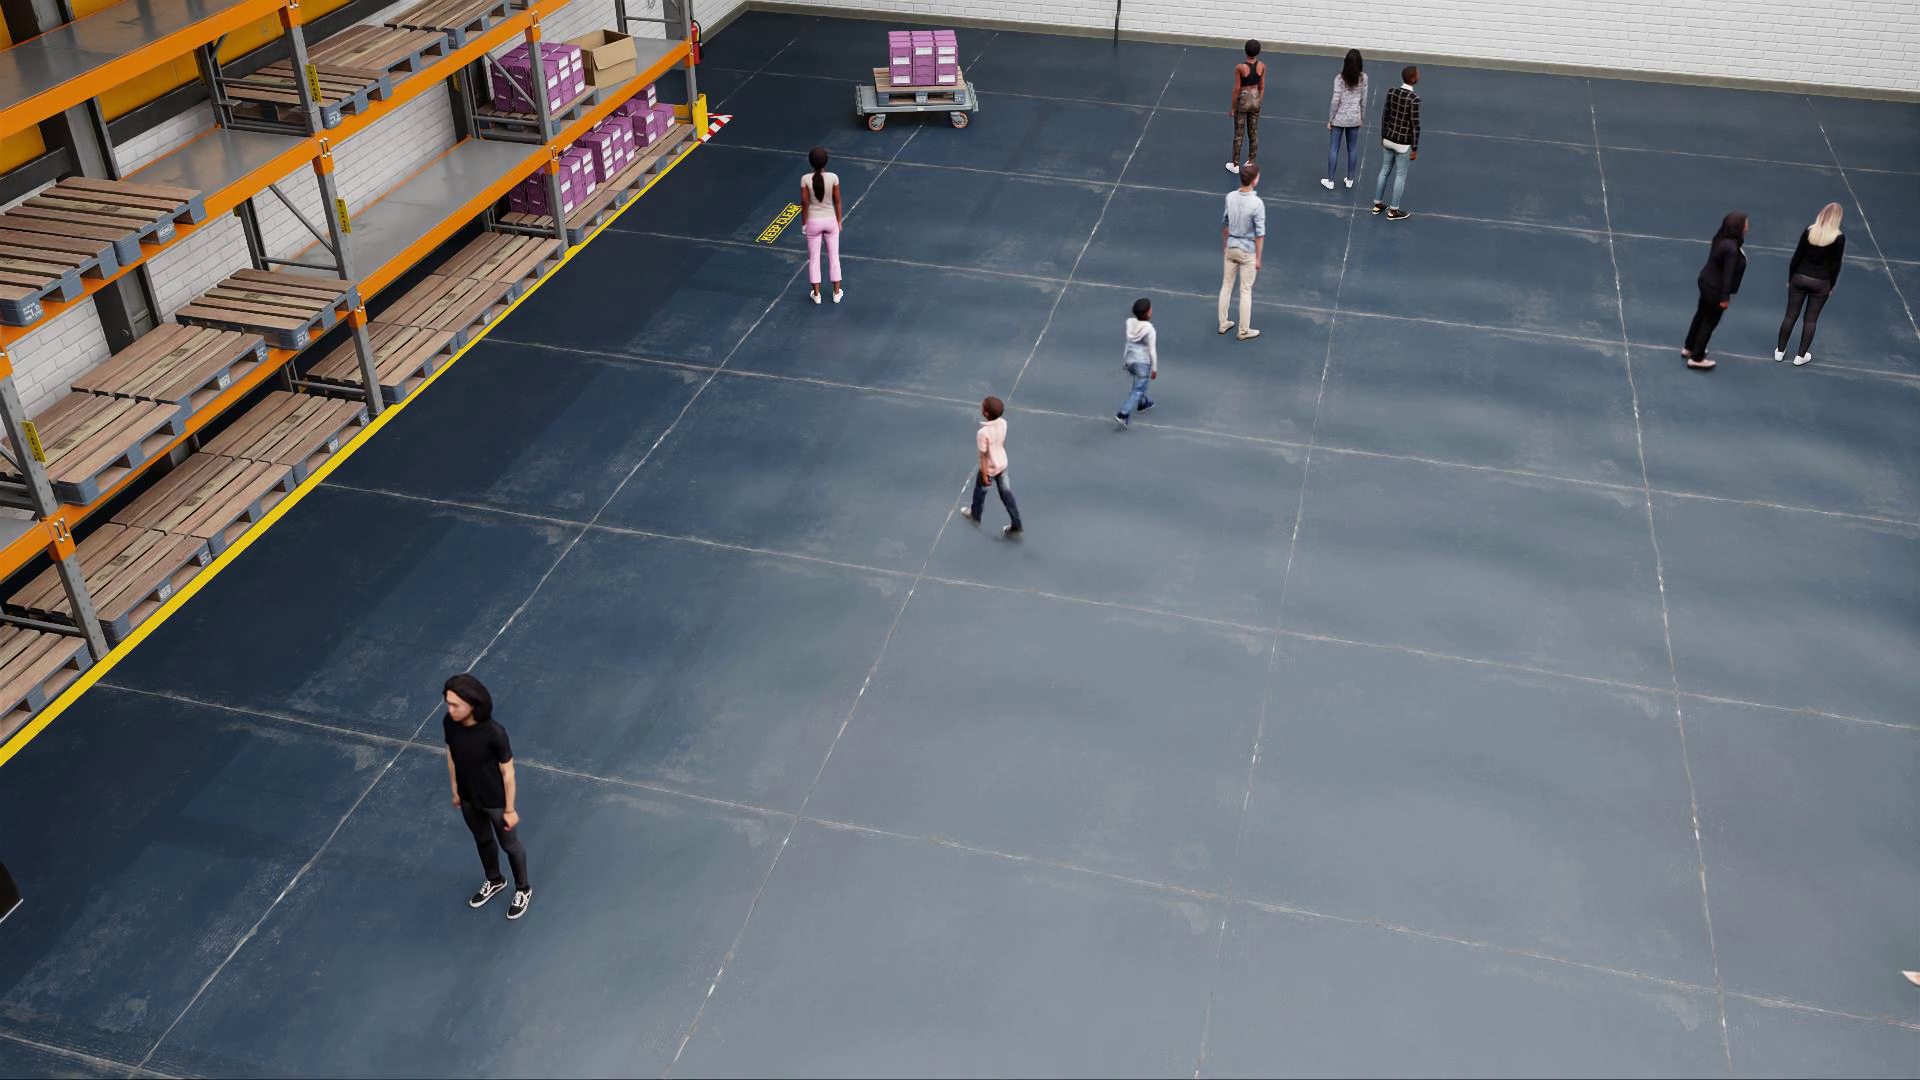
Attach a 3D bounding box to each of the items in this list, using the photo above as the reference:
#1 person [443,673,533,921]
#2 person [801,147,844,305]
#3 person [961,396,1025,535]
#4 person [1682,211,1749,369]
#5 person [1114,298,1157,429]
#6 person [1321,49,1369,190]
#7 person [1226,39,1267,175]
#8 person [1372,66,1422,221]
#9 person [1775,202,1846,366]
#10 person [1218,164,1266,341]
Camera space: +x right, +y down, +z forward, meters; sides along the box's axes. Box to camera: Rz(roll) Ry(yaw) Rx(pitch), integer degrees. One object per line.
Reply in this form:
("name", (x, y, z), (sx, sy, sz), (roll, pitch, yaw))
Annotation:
("person", (-2.934, 1.552, 10.299), (0.659, 1.836, 0.576), (13, 36, 19))
("person", (-1.480, -3.371, 17.789), (0.656, 1.741, 0.641), (-5, 34, -7))
("person", (0.330, -0.606, 14.035), (0.888, 1.292, 0.854), (-27, 42, -34))
("person", (7.536, -2.511, 16.613), (0.745, 1.612, 0.610), (3, 34, 5))
("person", (1.653, -1.669, 15.674), (0.928, 1.248, 0.753), (-28, 43, -35))
("person", (4.772, -5.209, 20.564), (0.677, 1.733, 0.654), (-4, 34, -6))
("person", (3.629, -5.486, 21.009), (0.658, 1.701, 0.676), (-8, 34, -11))
("person", (5.202, -4.733, 19.768), (0.763, 1.819, 0.742), (-23, 40, -31))
("person", (8.499, -2.563, 16.625), (0.682, 1.685, 0.677), (25, 41, 33))
("person", (2.888, -2.968, 17.088), (0.738, 1.847, 0.734), (-29, 43, -36))
